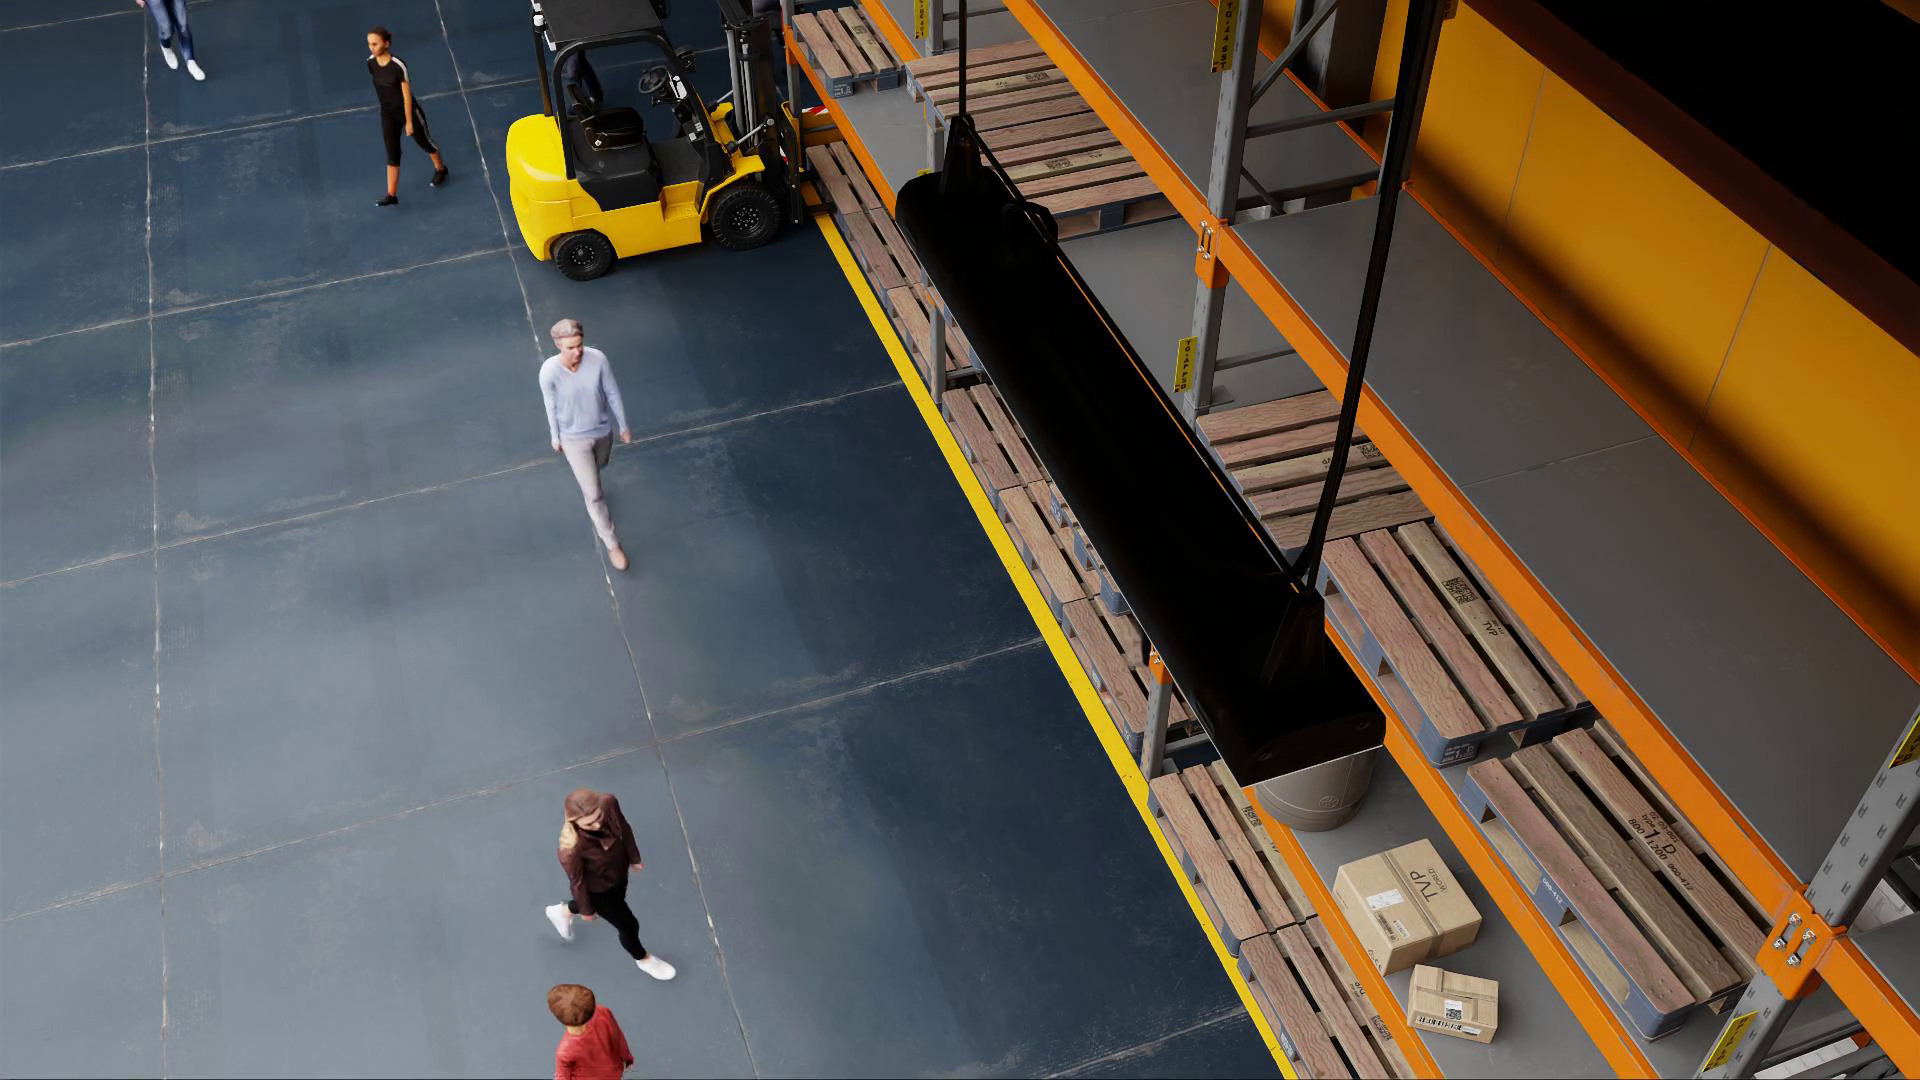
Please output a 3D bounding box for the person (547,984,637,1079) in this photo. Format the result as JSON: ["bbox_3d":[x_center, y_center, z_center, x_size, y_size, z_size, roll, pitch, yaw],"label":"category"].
[{"bbox_3d":[-1.731,2.679,8.202,0.969,1.384,0.876,22,48,21],"label":"person"}]

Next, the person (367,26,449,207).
[{"bbox_3d":[-4.929,-3.831,14.868,1.059,1.616,1.159,15,46,16],"label":"person"}]

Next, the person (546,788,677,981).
[{"bbox_3d":[-1.972,1.793,8.922,1.075,1.674,1.043,14,45,14],"label":"person"}]

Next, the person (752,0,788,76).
[{"bbox_3d":[-1.908,-5.346,16.360,0.729,1.750,0.719,-25,49,-24],"label":"person"}]

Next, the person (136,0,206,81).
[{"bbox_3d":[-7.909,-5.470,16.417,0.867,1.851,0.941,-32,52,-29],"label":"person"}]

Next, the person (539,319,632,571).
[{"bbox_3d":[-2.610,-0.778,11.496,0.850,1.847,1.317,-23,48,-22],"label":"person"}]

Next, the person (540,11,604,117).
[{"bbox_3d":[-3.649,-4.895,15.839,1.102,1.816,1.080,28,50,26],"label":"person"}]
